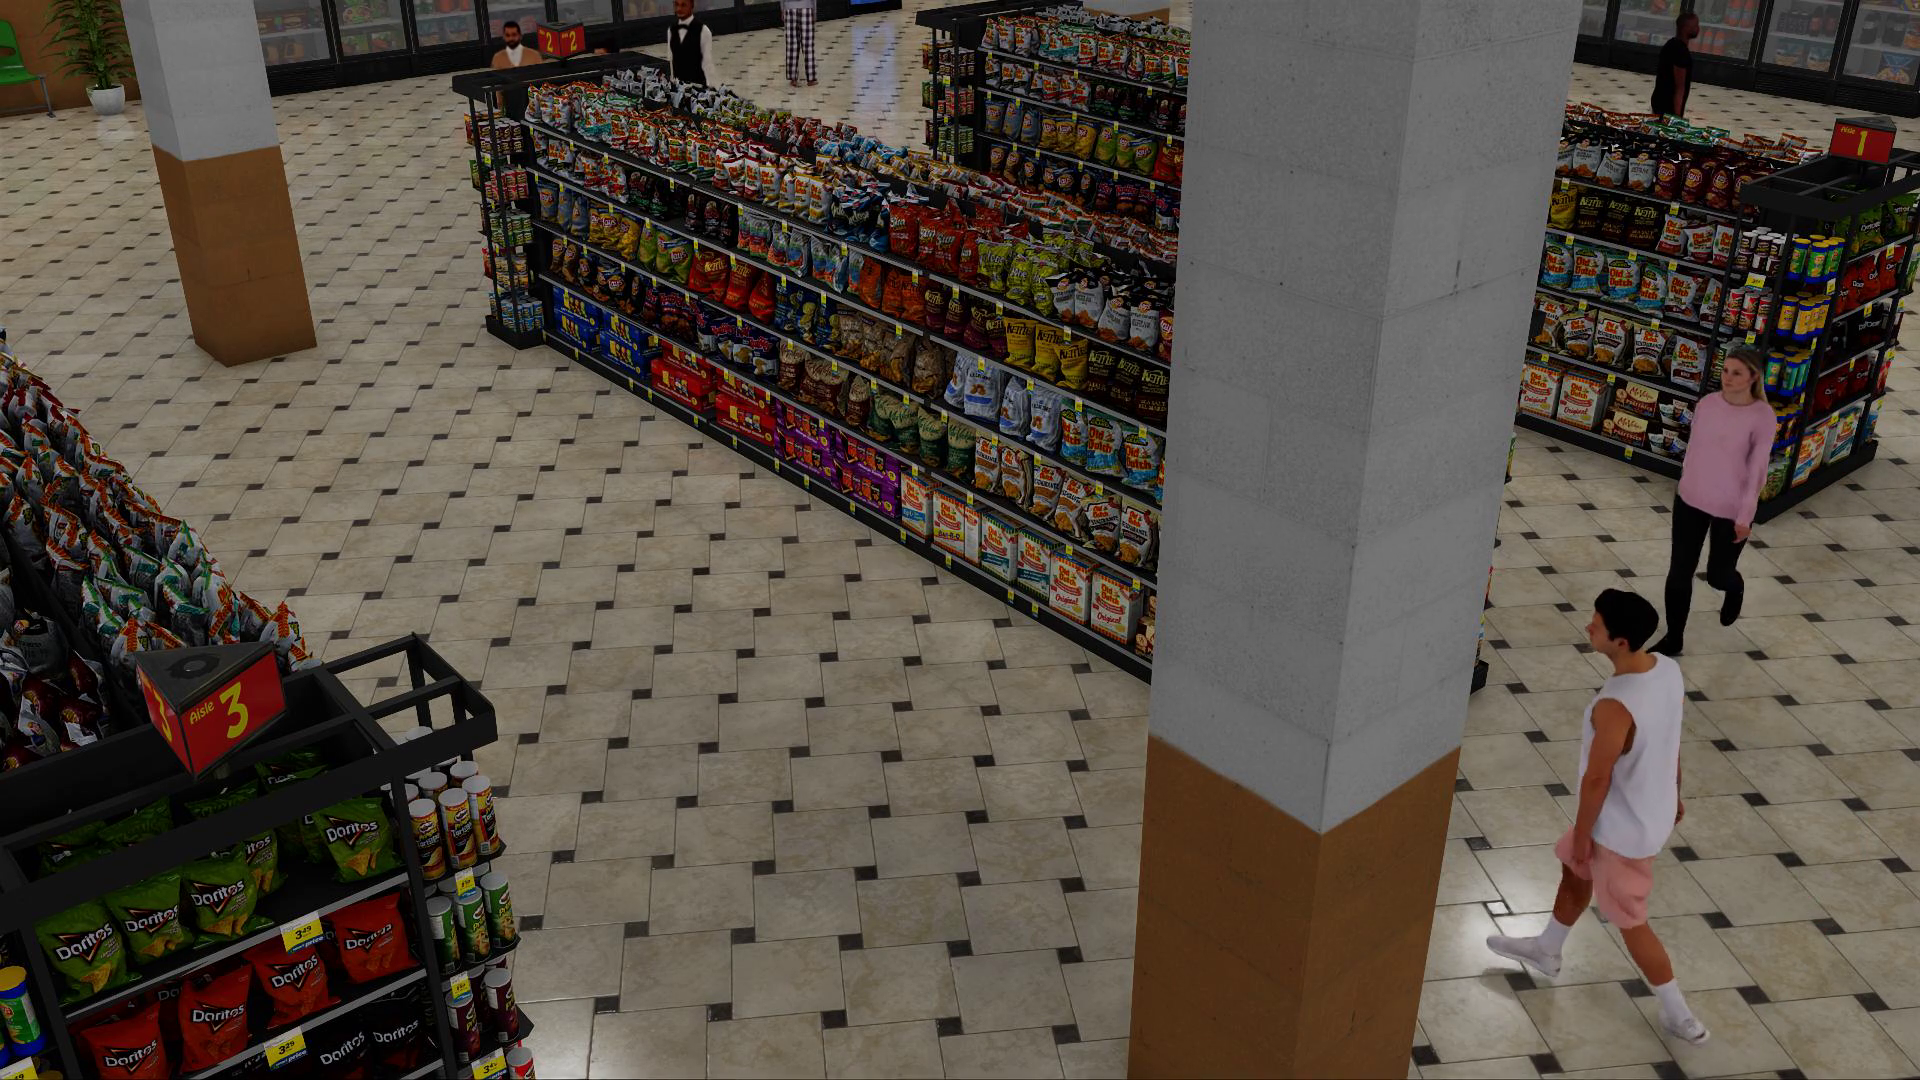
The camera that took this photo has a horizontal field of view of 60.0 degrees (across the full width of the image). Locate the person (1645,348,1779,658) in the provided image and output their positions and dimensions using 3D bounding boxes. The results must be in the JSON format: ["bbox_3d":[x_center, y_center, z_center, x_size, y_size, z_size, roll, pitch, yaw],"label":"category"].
[{"bbox_3d":[3.884,-0.181,8.449,0.638,1.672,0.844,-20,33,-34],"label":"person"}]

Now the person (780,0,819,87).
[{"bbox_3d":[-2.053,-6.746,21.201,0.693,1.847,0.749,2,27,4],"label":"person"}]

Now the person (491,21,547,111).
[{"bbox_3d":[-4.260,-4.196,16.298,0.966,1.733,1.055,-2,27,-3],"label":"person"}]

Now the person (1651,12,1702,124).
[{"bbox_3d":[6.912,-4.216,16.245,0.776,1.818,0.733,4,27,7],"label":"person"}]

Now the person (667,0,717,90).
[{"bbox_3d":[-2.667,-4.588,16.884,1.119,1.903,1.040,12,29,22],"label":"person"}]

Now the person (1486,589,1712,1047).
[{"bbox_3d":[2.474,1.040,5.978,0.793,1.729,1.150,-22,34,-37],"label":"person"}]
